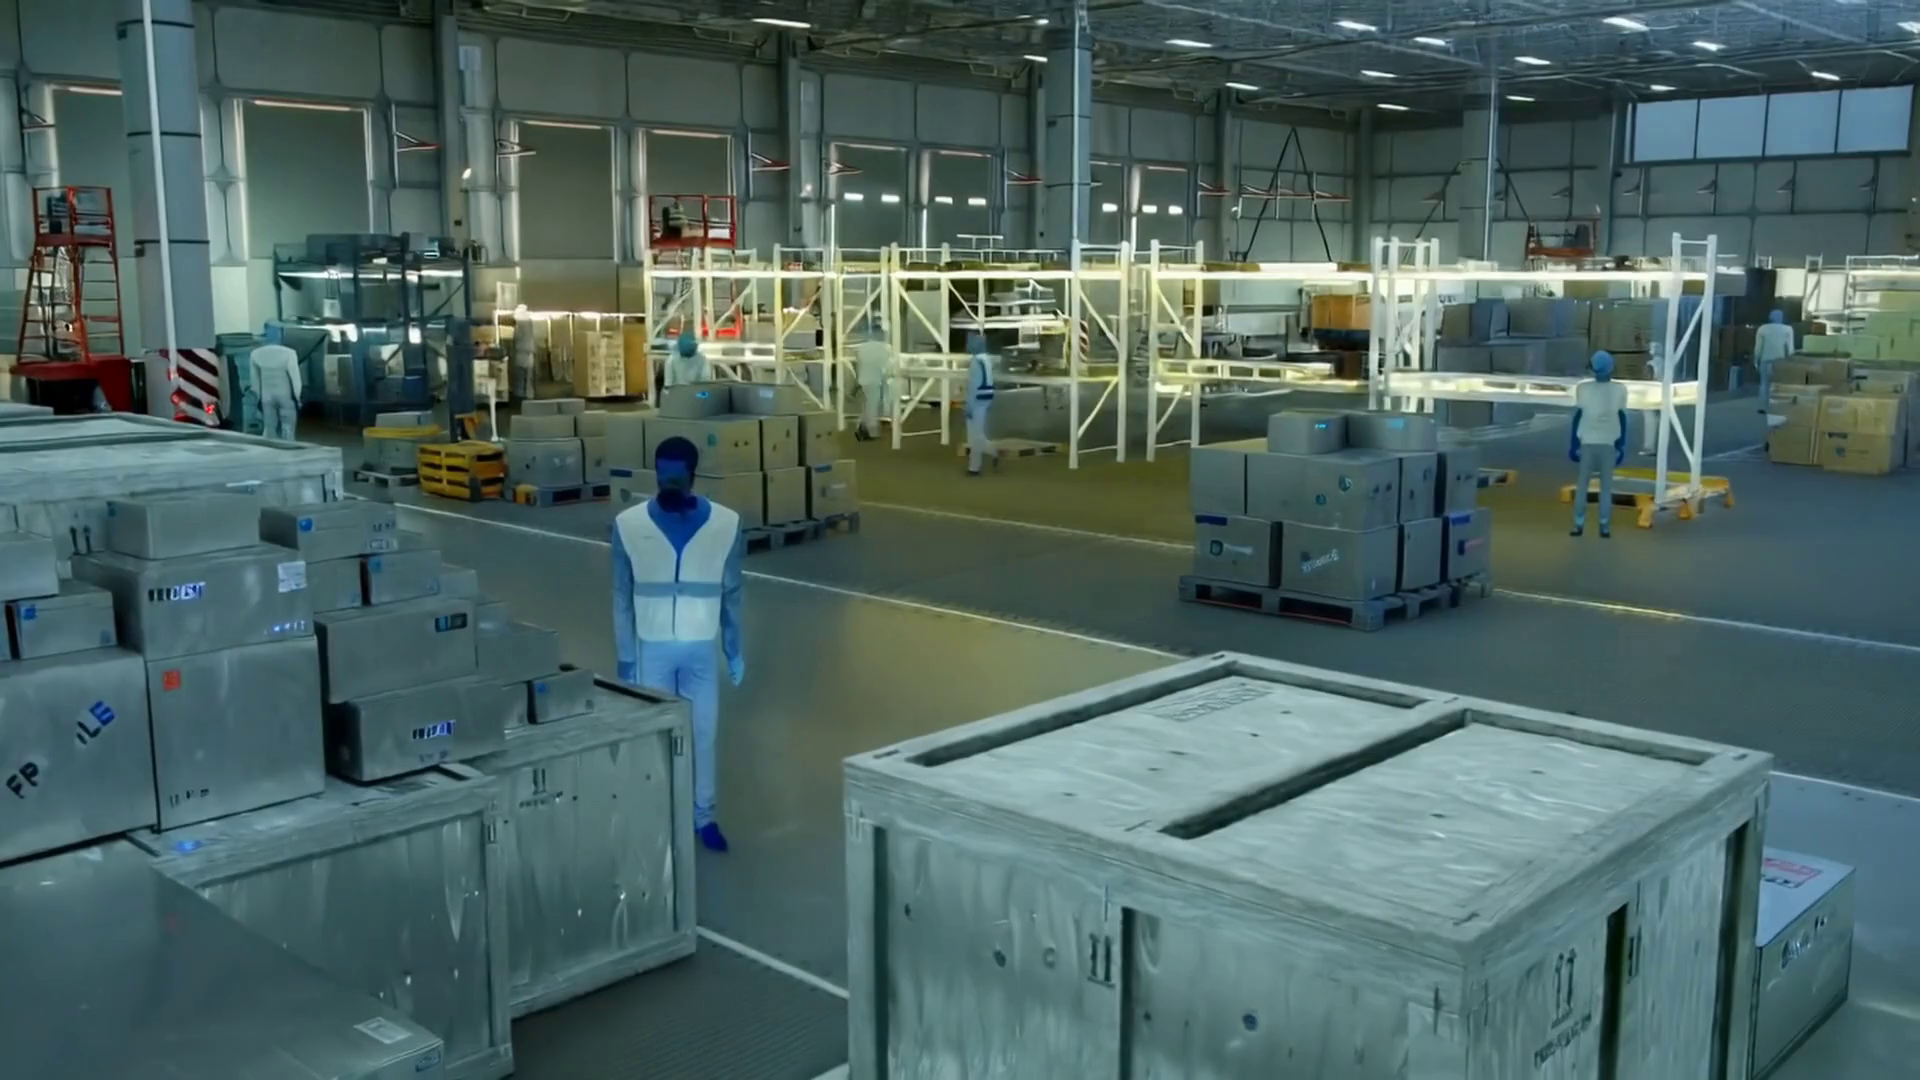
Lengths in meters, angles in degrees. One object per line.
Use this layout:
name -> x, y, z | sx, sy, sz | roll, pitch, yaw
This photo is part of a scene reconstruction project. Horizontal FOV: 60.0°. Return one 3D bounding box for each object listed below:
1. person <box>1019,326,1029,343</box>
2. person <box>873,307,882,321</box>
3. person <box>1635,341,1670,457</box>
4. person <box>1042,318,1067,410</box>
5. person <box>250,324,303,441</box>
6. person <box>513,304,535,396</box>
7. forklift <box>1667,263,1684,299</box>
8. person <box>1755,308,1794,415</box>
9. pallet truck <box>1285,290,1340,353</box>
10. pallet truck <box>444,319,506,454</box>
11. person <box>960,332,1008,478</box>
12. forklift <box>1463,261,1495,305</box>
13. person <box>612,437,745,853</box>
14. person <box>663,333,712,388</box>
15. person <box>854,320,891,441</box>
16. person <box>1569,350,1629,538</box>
person -> 1.671, -5.134, 42.662 | 0.476, 1.677, 0.556 | 1, 9, 4
person -> -2.200, -5.404, 44.509 | 0.312, 1.633, 0.519 | -1, 9, -7
person -> 9.845, -2.000, 23.599 | 0.522, 1.639, 0.306 | -6, 11, -31
person -> 1.789, -3.320, 31.400 | 0.485, 1.739, 0.319 | -2, 9, -11
person -> -8.869, -1.830, 21.642 | 0.636, 1.939, 0.364 | 0, 9, 0
person -> -9.141, -3.962, 34.731 | 0.377, 1.932, 0.552 | 5, 10, 27
forklift -> 19.350, -6.114, 45.032 | 1.873, 2.768, 1.129 | 3, 10, 17
person -> 14.782, -3.232, 30.240 | 0.630, 1.940, 0.372 | 4, 10, 21
pallet truck -> 11.297, -6.951, 52.861 | 1.885, 1.965, 0.823 | -5, 11, -29
pallet truck -> -6.981, -1.942, 22.150 | 1.885, 1.965, 0.823 | 1, 9, 9
person -> 0.275, -1.700, 21.072 | 0.495, 1.864, 0.596 | 4, 10, 22
forklift -> 11.998, -5.079, 38.683 | 1.873, 2.768, 1.129 | 9, 13, 43
person -> -1.275, 0.480, 7.557 | 0.587, 1.915, 0.394 | -2, 10, -15
person -> -3.504, -1.728, 21.334 | 0.619, 1.839, 0.430 | 1, 9, 6
person -> -1.371, -2.420, 25.438 | 0.619, 1.892, 0.797 | 6, 11, 31
person -> 6.318, -0.947, 16.454 | 0.535, 1.865, 0.310 | 4, 10, 23
